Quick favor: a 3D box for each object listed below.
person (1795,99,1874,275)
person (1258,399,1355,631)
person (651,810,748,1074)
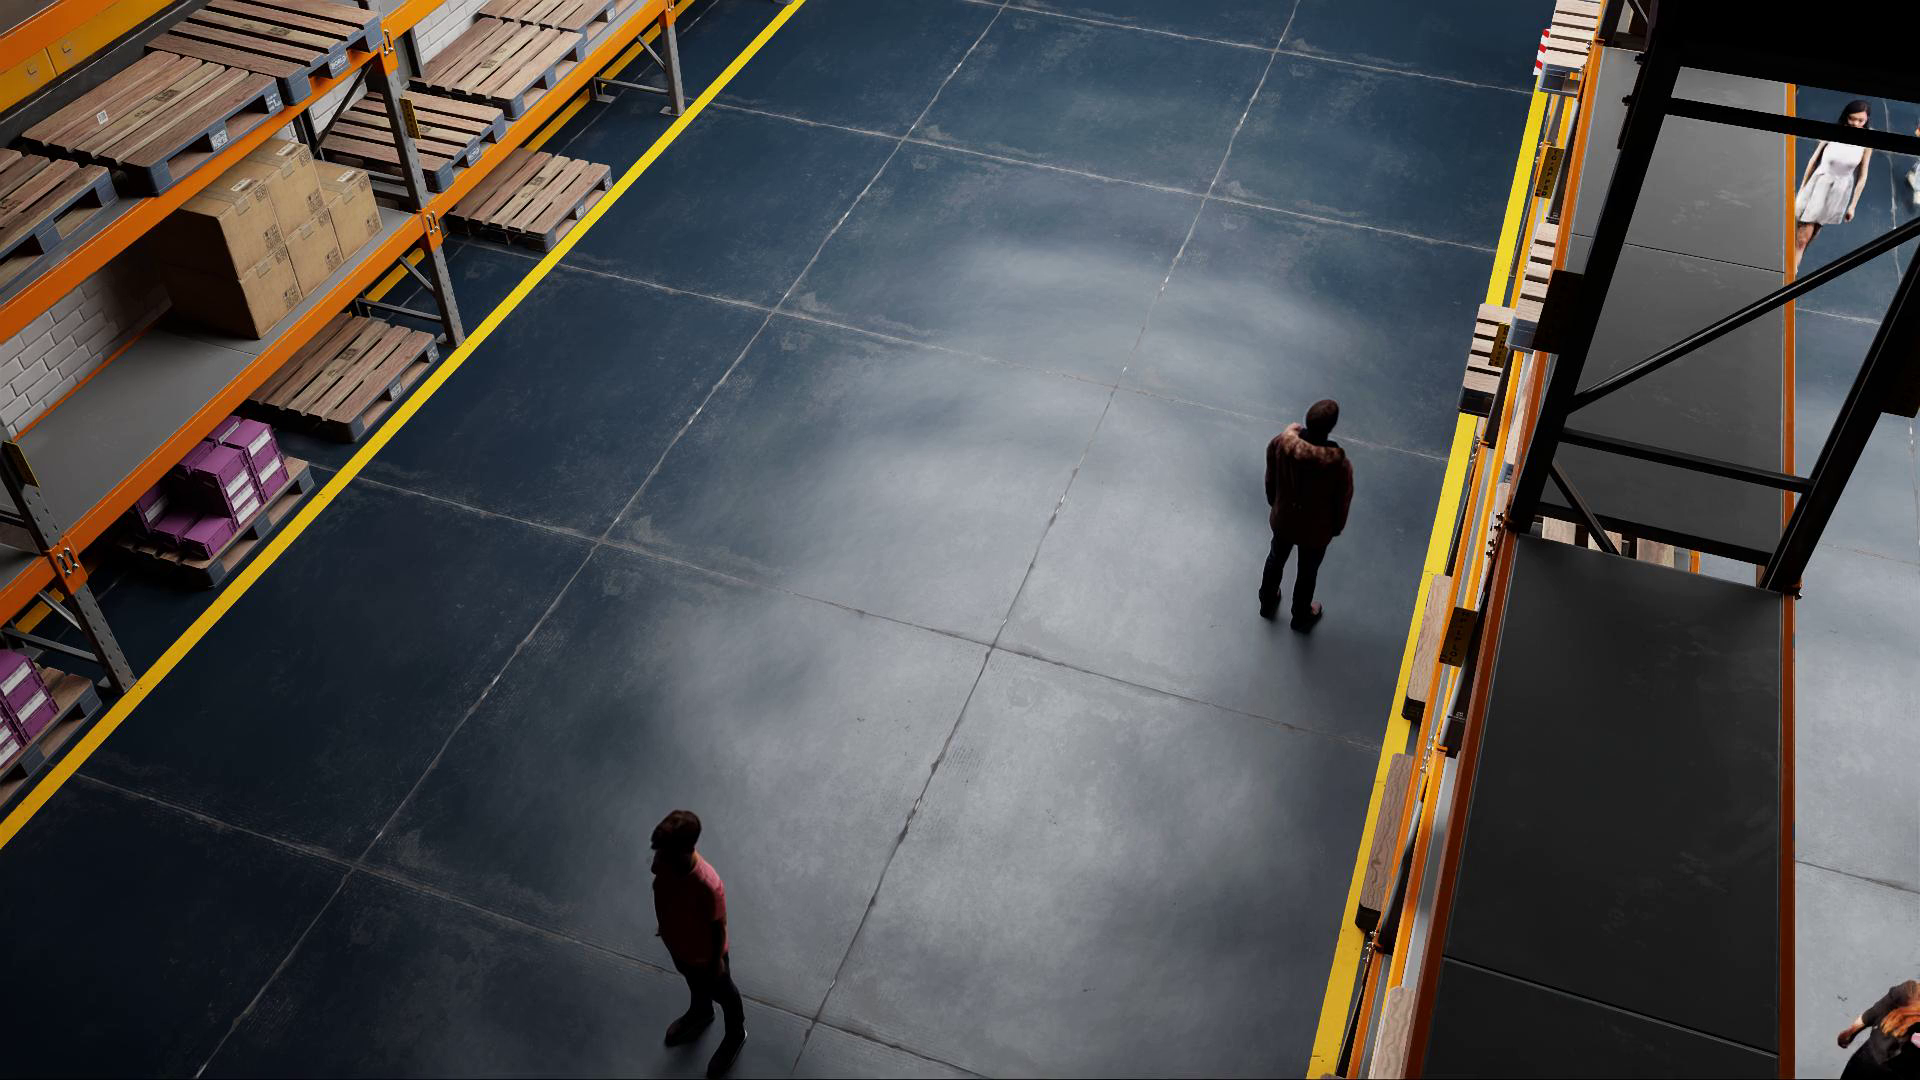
[{"bbox_3d":[7.152,-2.863,13.759,0.607,1.733,1.086,13,45,14],"label":"person"},{"bbox_3d":[2.235,-0.163,10.841,0.824,1.848,0.772,25,49,24],"label":"person"},{"bbox_3d":[-1.338,2.010,8.477,0.687,1.963,0.662,30,51,27],"label":"person"}]
